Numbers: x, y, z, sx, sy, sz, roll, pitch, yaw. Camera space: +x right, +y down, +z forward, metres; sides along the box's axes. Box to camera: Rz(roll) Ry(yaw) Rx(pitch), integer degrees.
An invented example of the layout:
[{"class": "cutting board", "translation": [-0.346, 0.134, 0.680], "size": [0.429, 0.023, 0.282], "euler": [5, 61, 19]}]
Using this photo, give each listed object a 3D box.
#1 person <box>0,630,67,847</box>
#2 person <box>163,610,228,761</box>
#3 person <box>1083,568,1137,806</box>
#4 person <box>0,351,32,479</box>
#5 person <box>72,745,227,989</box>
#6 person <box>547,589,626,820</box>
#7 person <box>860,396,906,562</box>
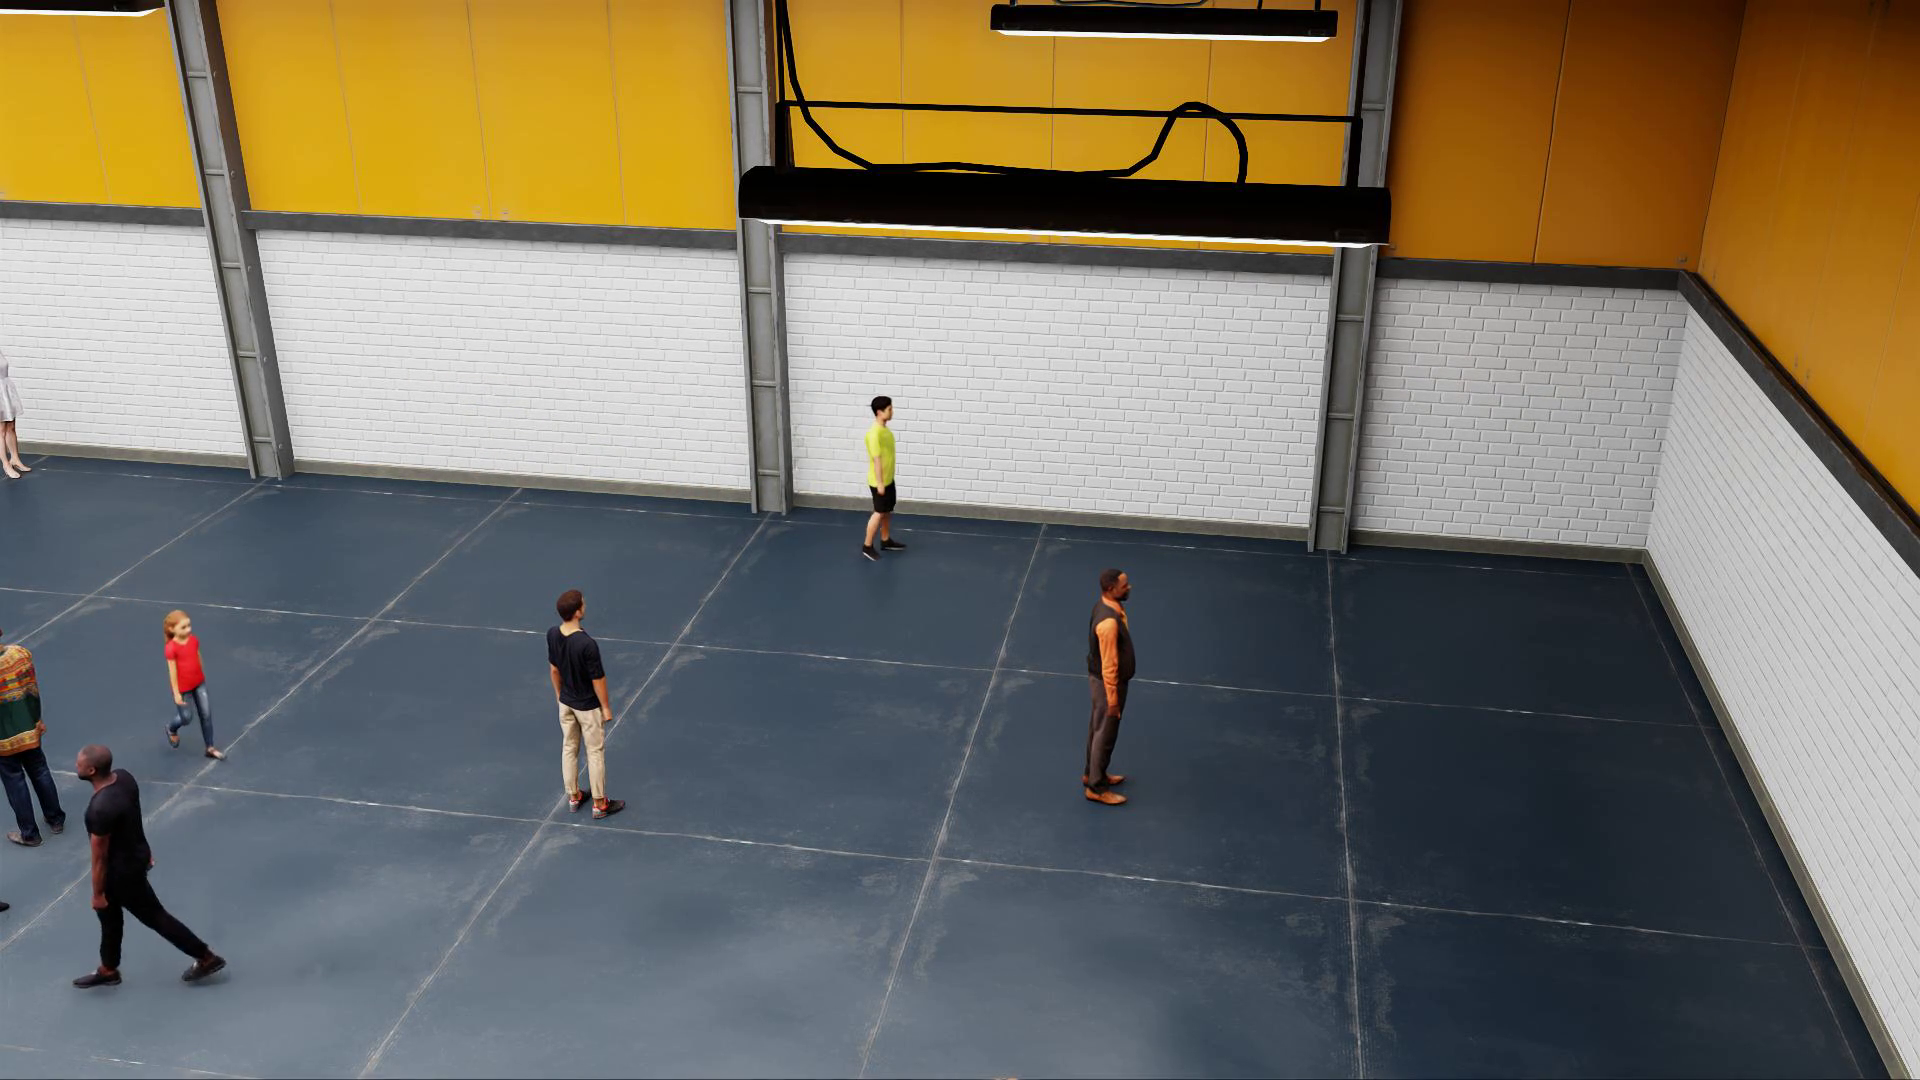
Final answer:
[{"class": "person", "translation": [-6.914, 1.390, 12.131], "size": [0.777, 1.807, 0.787], "euler": [12, 26, 26]}, {"class": "person", "translation": [-6.216, 1.160, 13.295], "size": [0.832, 1.296, 0.630], "euler": [12, 26, 26]}, {"class": "person", "translation": [1.110, 1.093, 12.685], "size": [0.636, 1.907, 0.716], "euler": [1, 24, 3]}, {"class": "person", "translation": [-10.954, -1.585, 18.980], "size": [0.652, 1.772, 0.664], "euler": [2, 24, 4]}, {"class": "person", "translation": [-5.188, 2.105, 10.534], "size": [1.282, 1.776, 0.961], "euler": [-4, 24, -9]}, {"class": "person", "translation": [-2.841, 1.220, 12.455], "size": [0.574, 1.859, 0.766], "euler": [12, 26, 26]}, {"class": "person", "translation": [-0.828, -0.658, 16.920], "size": [0.652, 1.723, 0.623], "euler": [3, 24, 7]}]
